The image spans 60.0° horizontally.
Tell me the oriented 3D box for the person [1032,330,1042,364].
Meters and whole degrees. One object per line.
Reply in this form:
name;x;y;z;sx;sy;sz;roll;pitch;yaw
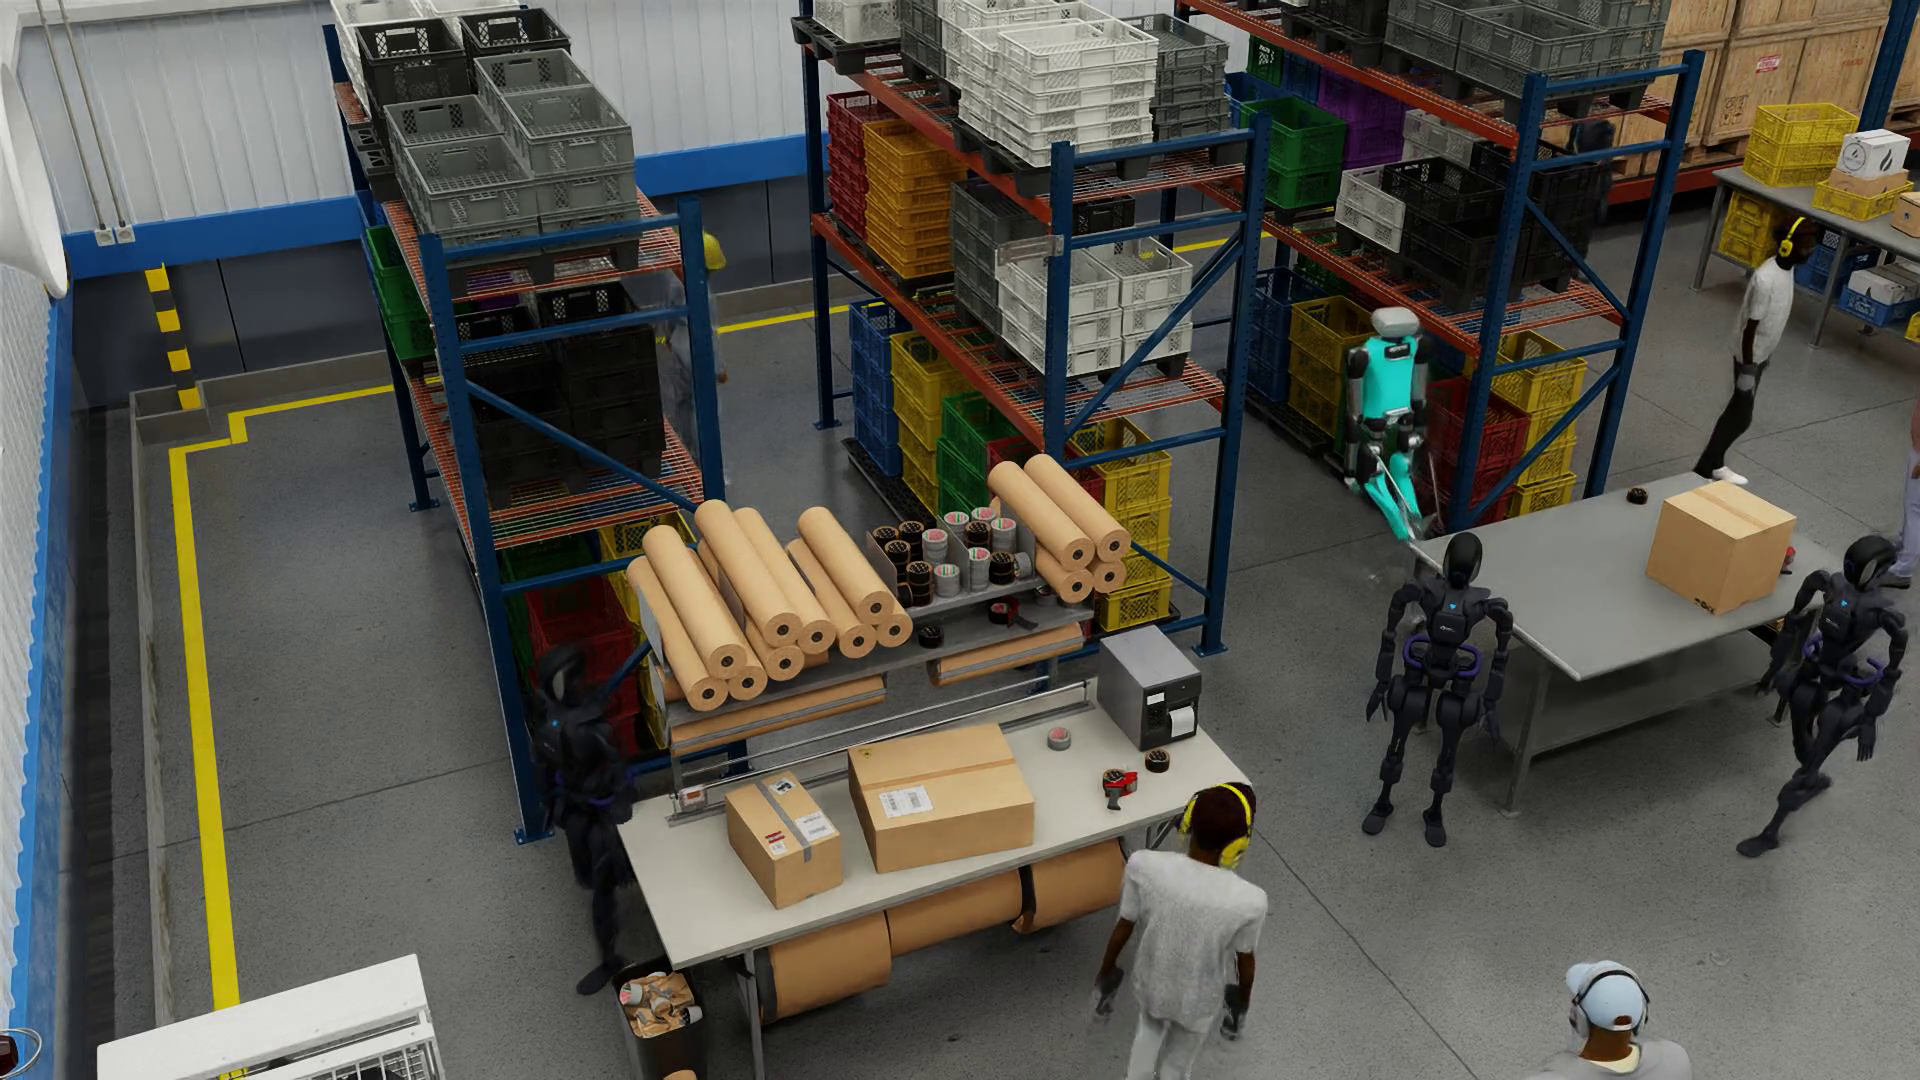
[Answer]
person;0.578;-2.215;11.888;0.388;2.033;0.604;15;35;23

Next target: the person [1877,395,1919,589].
person;5.471;-0.547;9.430;0.325;1.766;0.532;16;35;24

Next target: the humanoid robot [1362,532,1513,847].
humanoid robot;2.159;0.682;7.508;0.599;1.653;0.315;11;33;17

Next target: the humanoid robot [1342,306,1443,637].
humanoid robot;2.480;-0.310;9.099;0.551;1.765;0.971;-12;34;-19

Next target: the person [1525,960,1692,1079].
person;1.880;2.012;5.197;0.587;1.847;0.396;-10;33;-15

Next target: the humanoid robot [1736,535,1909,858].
humanoid robot;3.958;0.671;7.585;0.794;1.622;0.611;-17;35;-25

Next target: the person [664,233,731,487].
person;-1.685;-1.188;10.537;0.344;1.697;0.652;-20;37;-29

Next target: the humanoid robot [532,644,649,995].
humanoid robot;-1.463;1.093;6.872;0.589;1.640;0.625;22;38;32

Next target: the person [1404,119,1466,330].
person;3.422;-2.211;12.070;0.564;1.835;0.353;19;36;27

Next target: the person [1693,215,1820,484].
person;4.917;-1.130;10.297;0.337;1.860;0.516;23;38;33

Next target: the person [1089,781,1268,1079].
person;0.773;1.573;5.915;0.566;1.838;0.470;11;33;17

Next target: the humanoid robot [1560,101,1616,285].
humanoid robot;4.862;-2.798;13.172;0.572;1.640;0.597;-9;33;-15
